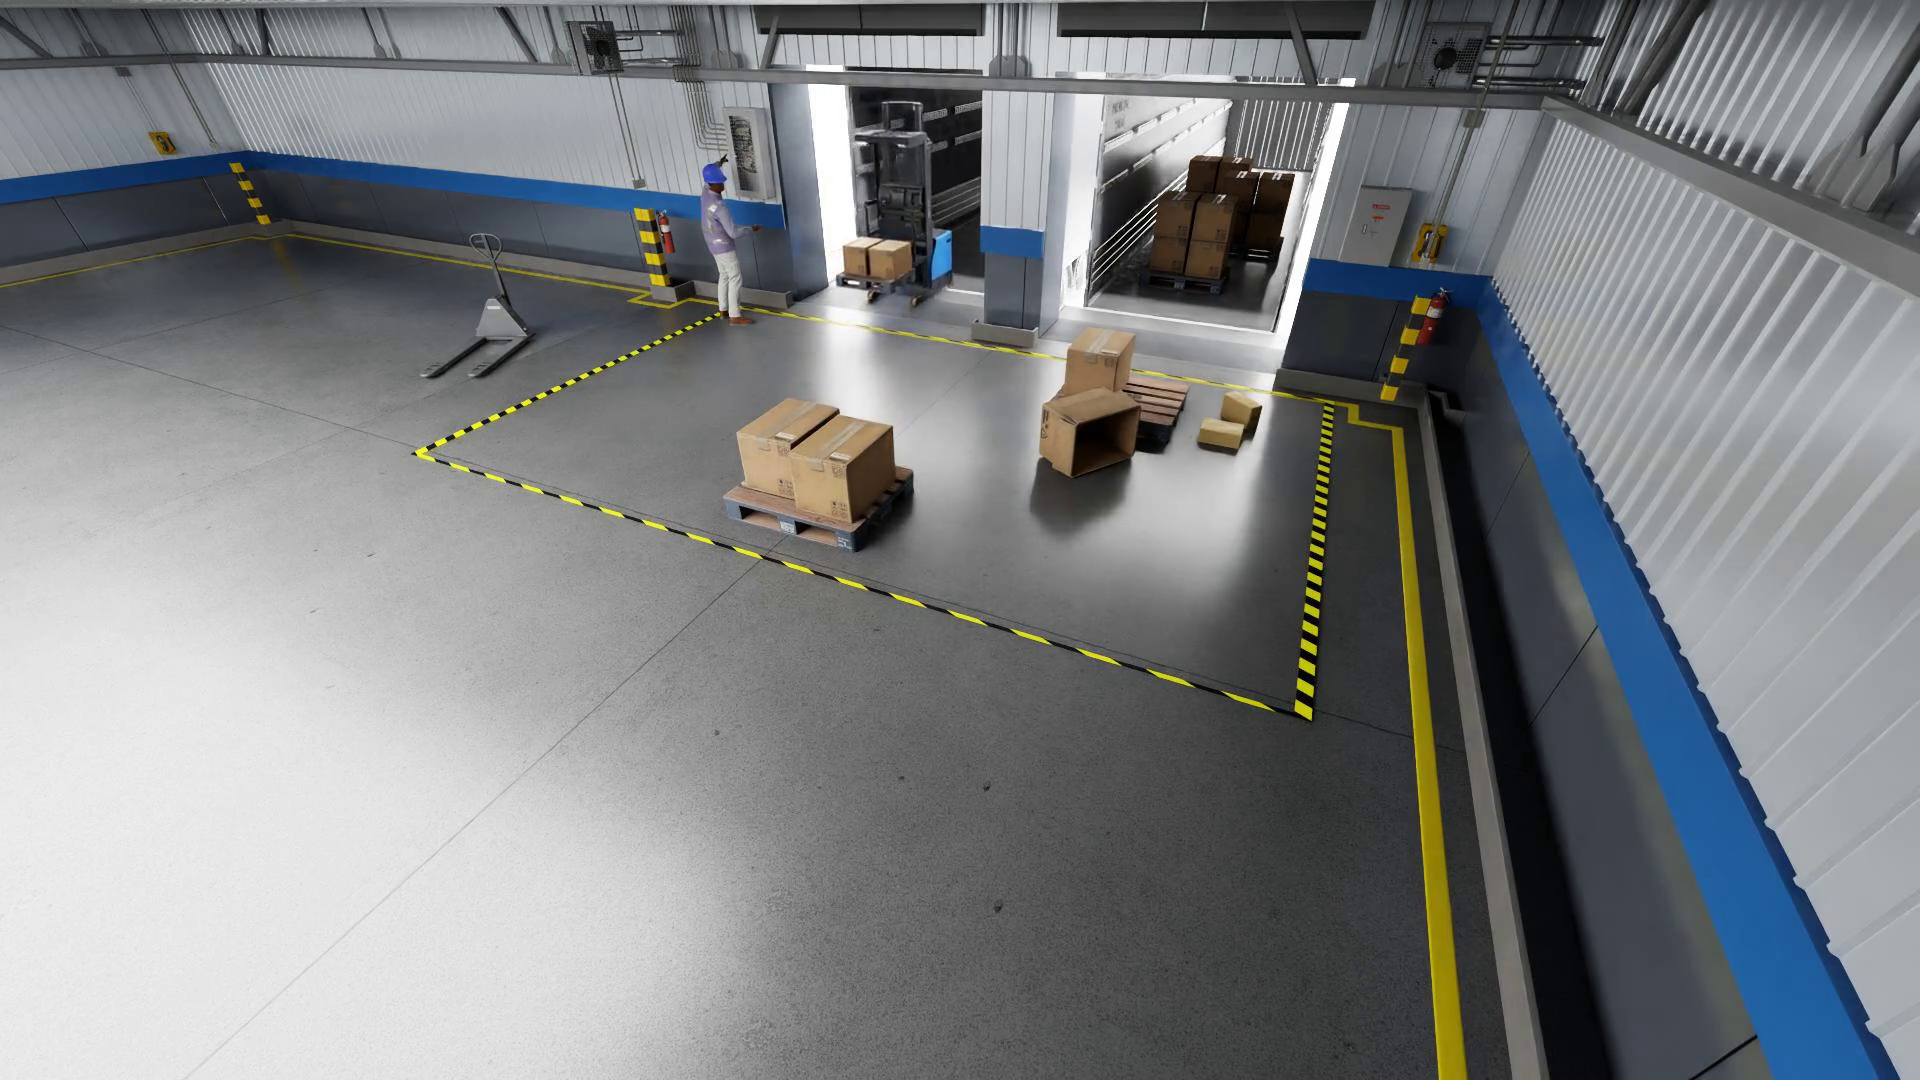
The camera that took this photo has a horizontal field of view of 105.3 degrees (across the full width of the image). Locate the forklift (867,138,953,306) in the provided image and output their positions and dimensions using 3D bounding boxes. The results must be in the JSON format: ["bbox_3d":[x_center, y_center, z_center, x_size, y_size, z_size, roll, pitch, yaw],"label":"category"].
[{"bbox_3d":[-0.606,-4.585,10.366,0.716,2.013,0.776,15,38,20],"label":"forklift"}]

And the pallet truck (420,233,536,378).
[{"bbox_3d":[-5.664,-2.712,8.427,0.680,1.201,1.601,0,35,-1],"label":"pallet truck"}]

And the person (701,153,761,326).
[{"bbox_3d":[-2.962,-3.820,9.408,0.685,1.909,1.067,-21,40,-26],"label":"person"}]
